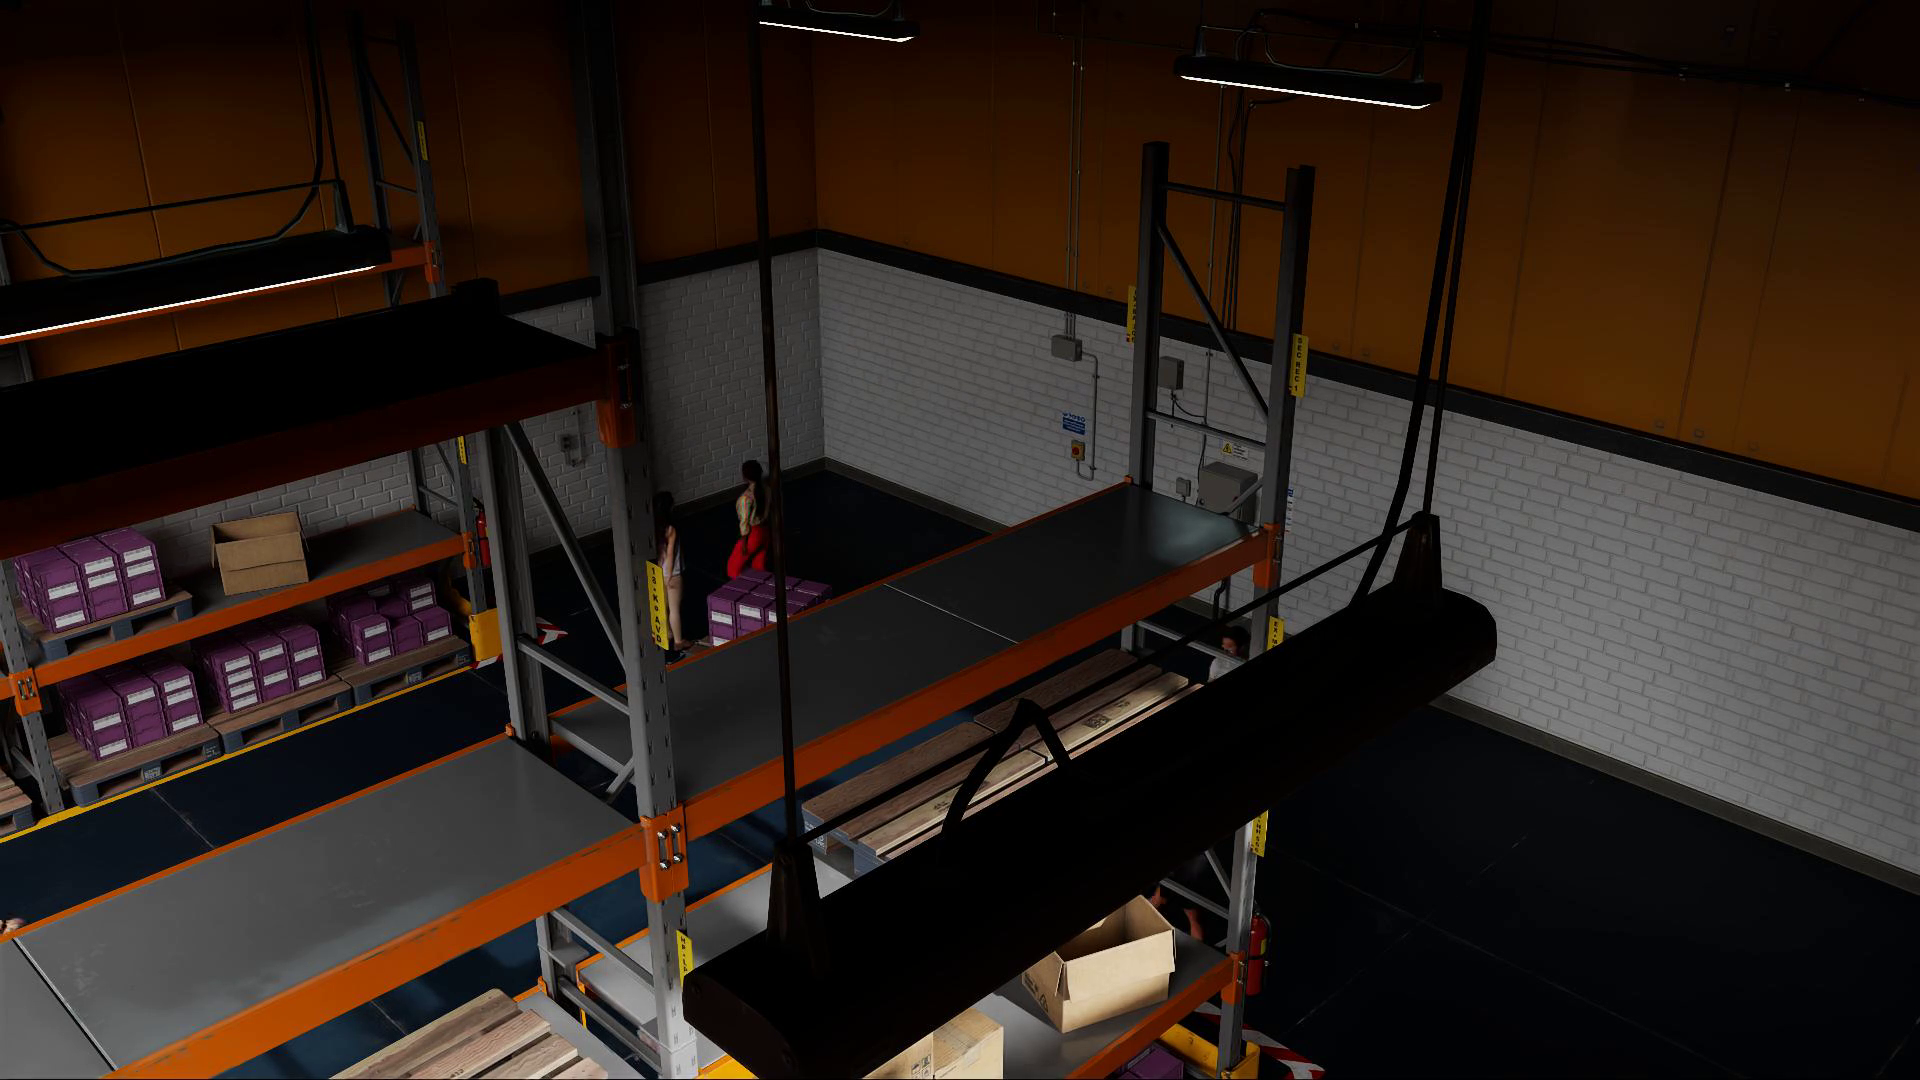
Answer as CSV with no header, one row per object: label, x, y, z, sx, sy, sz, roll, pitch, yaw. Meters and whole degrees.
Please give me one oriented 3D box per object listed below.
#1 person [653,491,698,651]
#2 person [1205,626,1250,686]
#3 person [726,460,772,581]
person,-2.857,0.307,16.182,0.531,1.652,0.582,21,31,39
person,2.258,1.457,13.516,1.101,1.679,0.738,-18,29,-35
person,-1.982,0.071,16.553,0.711,1.787,0.668,15,28,31
